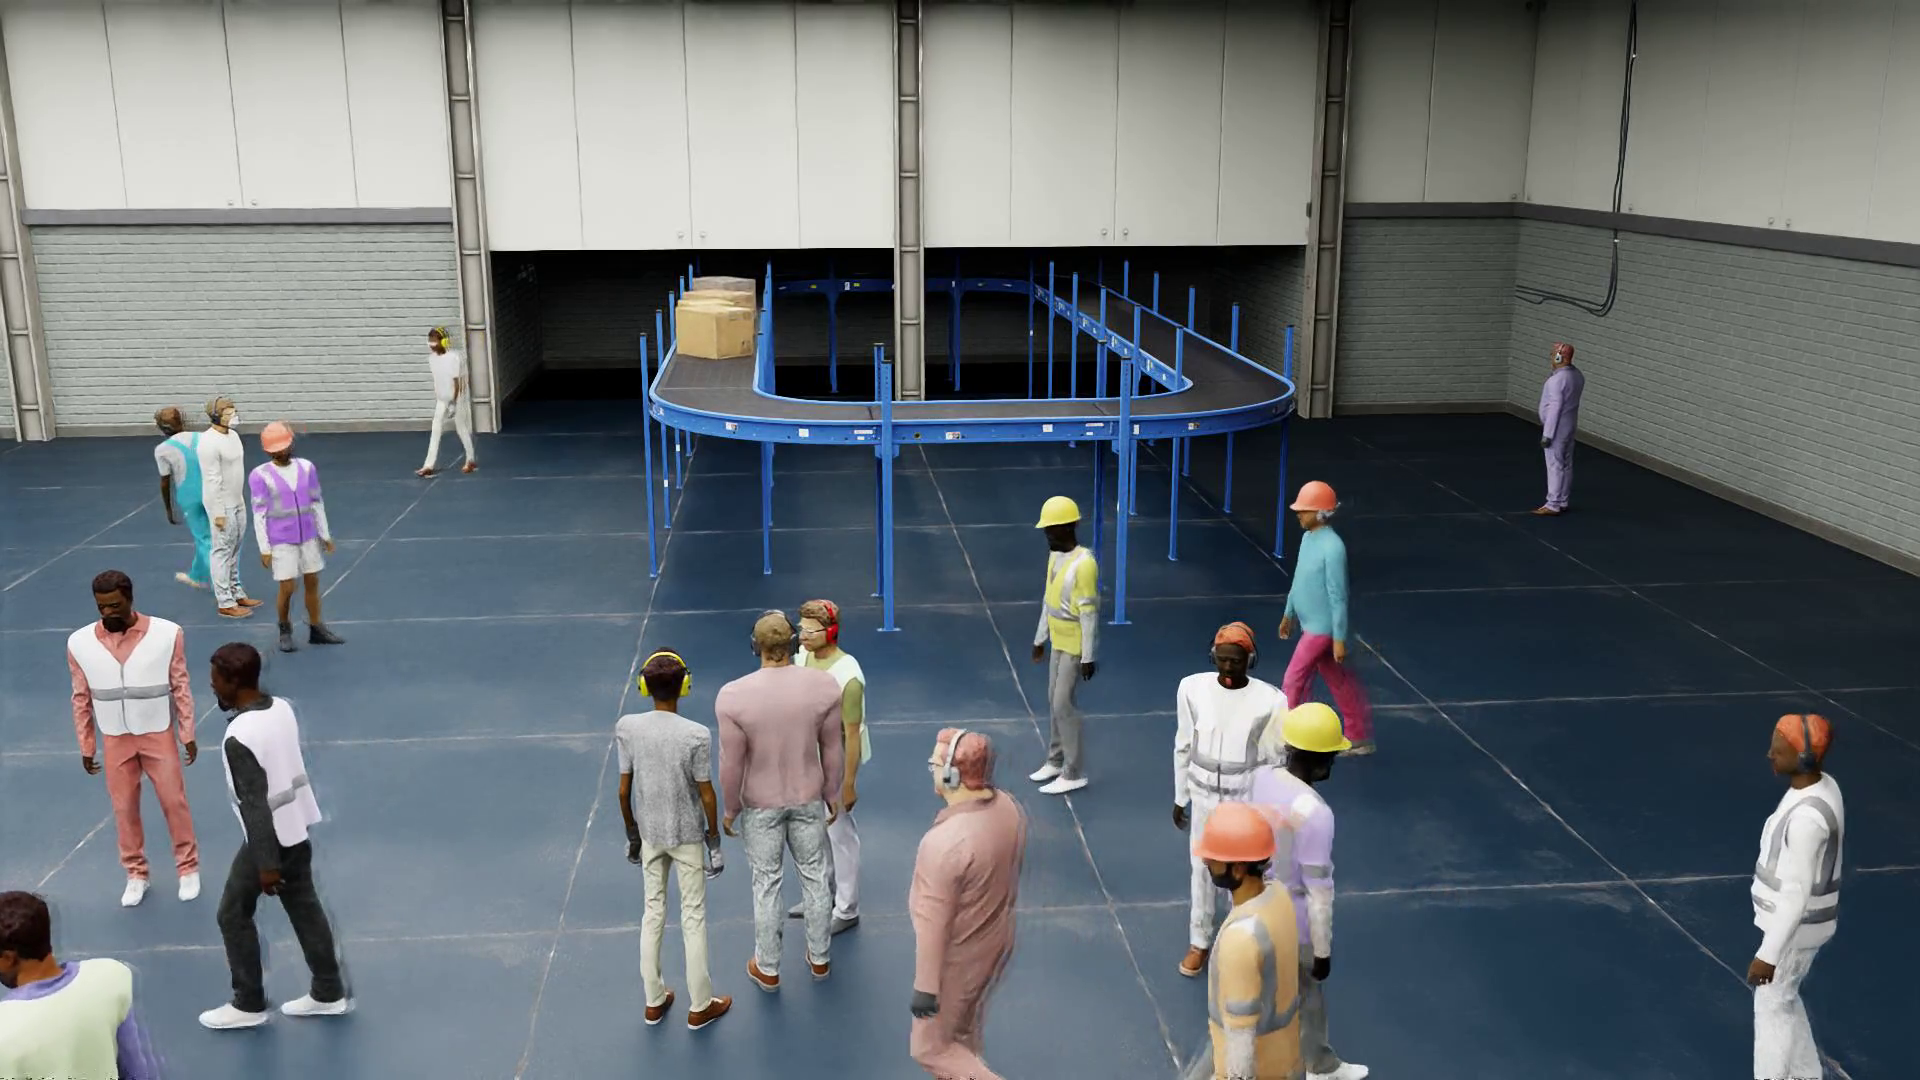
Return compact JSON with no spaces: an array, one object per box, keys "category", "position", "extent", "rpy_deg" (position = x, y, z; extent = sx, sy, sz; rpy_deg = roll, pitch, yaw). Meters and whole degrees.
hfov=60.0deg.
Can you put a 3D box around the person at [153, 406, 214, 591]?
[{"category":"person","position":[-6.919,-0.336,15.019],"extent":[0.912,1.780,0.592],"rpy_deg":[11,18,38]}]

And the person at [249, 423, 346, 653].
[{"category":"person","position":[-5.418,-0.016,13.561],"extent":[0.401,1.920,0.661],"rpy_deg":[11,18,37]}]

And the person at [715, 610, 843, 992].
[{"category":"person","position":[-0.883,1.288,8.213],"extent":[0.629,1.937,0.378],"rpy_deg":[-5,15,-19]}]

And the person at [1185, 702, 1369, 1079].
[{"category":"person","position":[1.357,1.591,7.136],"extent":[0.993,1.881,0.586],"rpy_deg":[-4,15,-15]}]

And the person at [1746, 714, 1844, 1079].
[{"category":"person","position":[3.496,1.620,7.012],"extent":[0.455,1.874,0.606],"rpy_deg":[8,16,28]}]

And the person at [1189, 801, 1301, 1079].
[{"category":"person","position":[1.039,1.854,5.989],"extent":[0.482,1.917,0.572],"rpy_deg":[7,16,27]}]

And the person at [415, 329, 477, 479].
[{"category":"person","position":[-6.265,-1.657,20.247],"extent":[0.522,1.816,0.958],"rpy_deg":[5,15,20]}]

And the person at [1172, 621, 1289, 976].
[{"category":"person","position":[1.336,1.303,8.291],"extent":[0.573,1.876,0.355],"rpy_deg":[7,16,26]}]

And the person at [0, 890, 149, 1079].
[{"category":"person","position":[-2.912,2.018,5.394],"extent":[0.452,1.894,0.587],"rpy_deg":[4,15,15]}]

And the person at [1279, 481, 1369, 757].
[{"category":"person","position":[2.349,0.553,11.148],"extent":[1.017,1.938,0.646],"rpy_deg":[-1,14,-3]}]

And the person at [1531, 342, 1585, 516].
[{"category":"person","position":[6.564,-1.217,18.295],"extent":[0.400,1.910,0.643],"rpy_deg":[13,19,42]}]

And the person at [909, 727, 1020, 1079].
[{"category":"person","position":[0.038,1.674,6.766],"extent":[0.622,1.887,0.666],"rpy_deg":[6,15,21]}]

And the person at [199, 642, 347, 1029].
[{"category":"person","position":[-3.350,1.398,7.848],"extent":[0.783,1.888,0.639],"rpy_deg":[0,14,-2]}]

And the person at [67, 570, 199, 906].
[{"category":"person","position":[-4.528,1.072,9.149],"extent":[0.598,1.906,0.401],"rpy_deg":[-4,15,-15]}]

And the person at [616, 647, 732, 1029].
[{"category":"person","position":[-1.356,1.407,7.867],"extent":[0.515,1.874,0.328],"rpy_deg":[4,15,15]}]

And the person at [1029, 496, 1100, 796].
[{"category":"person","position":[0.668,0.666,10.753],"extent":[0.457,1.909,0.607],"rpy_deg":[-4,15,-15]}]

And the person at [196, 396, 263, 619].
[{"category":"person","position":[-6.393,-0.291,14.526],"extent":[0.378,1.940,0.628],"rpy_deg":[-1,14,-3]}]

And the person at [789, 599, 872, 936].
[{"category":"person","position":[-0.685,1.189,8.817],"extent":[0.397,1.841,0.564],"rpy_deg":[-9,17,-33]}]
